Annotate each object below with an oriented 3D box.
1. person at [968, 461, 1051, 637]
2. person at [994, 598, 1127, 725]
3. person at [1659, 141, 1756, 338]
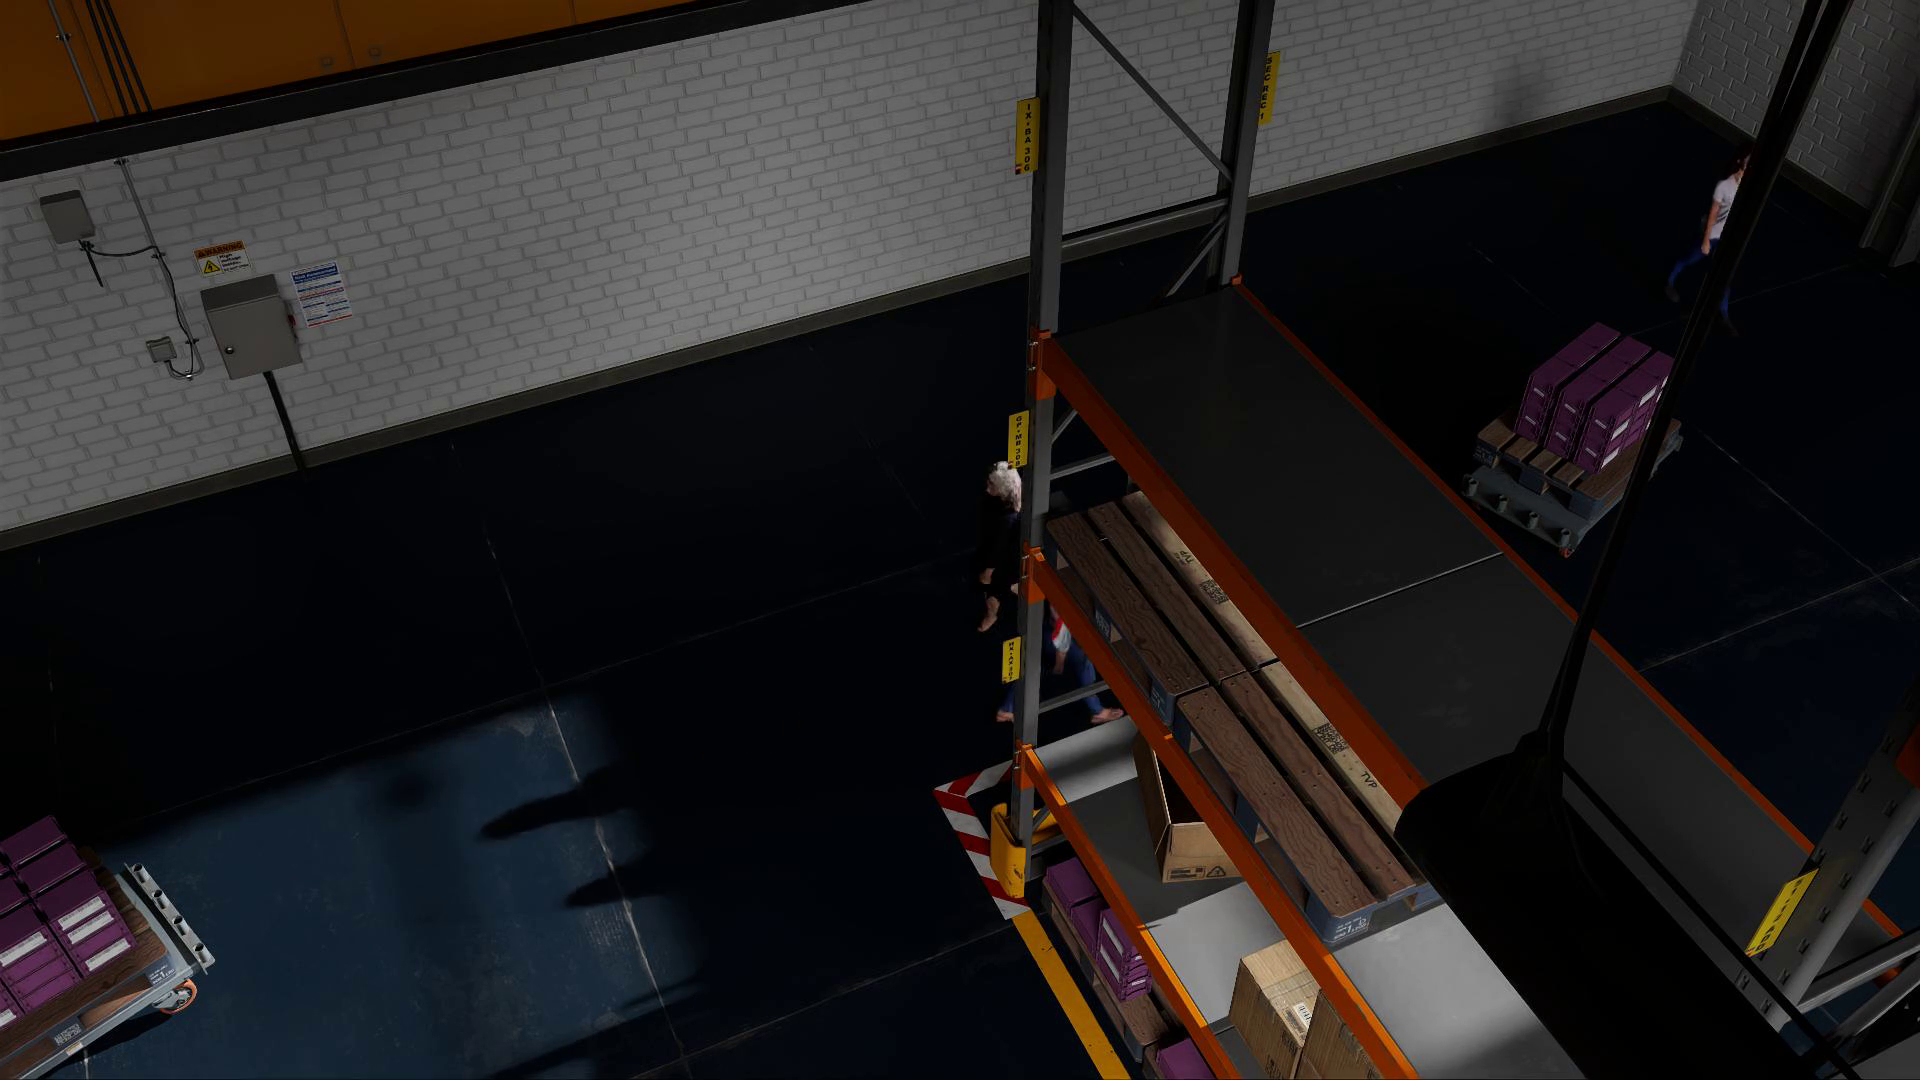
[{"bbox_3d":[0.338,0.132,10.825,0.891,1.712,0.884,5,44,5],"label":"person"},{"bbox_3d":[0.543,0.641,10.396,0.863,1.566,1.090,-6,44,-6],"label":"person"},{"bbox_3d":[6.165,-2.537,13.684,0.661,1.633,1.130,-15,46,-15],"label":"person"}]
